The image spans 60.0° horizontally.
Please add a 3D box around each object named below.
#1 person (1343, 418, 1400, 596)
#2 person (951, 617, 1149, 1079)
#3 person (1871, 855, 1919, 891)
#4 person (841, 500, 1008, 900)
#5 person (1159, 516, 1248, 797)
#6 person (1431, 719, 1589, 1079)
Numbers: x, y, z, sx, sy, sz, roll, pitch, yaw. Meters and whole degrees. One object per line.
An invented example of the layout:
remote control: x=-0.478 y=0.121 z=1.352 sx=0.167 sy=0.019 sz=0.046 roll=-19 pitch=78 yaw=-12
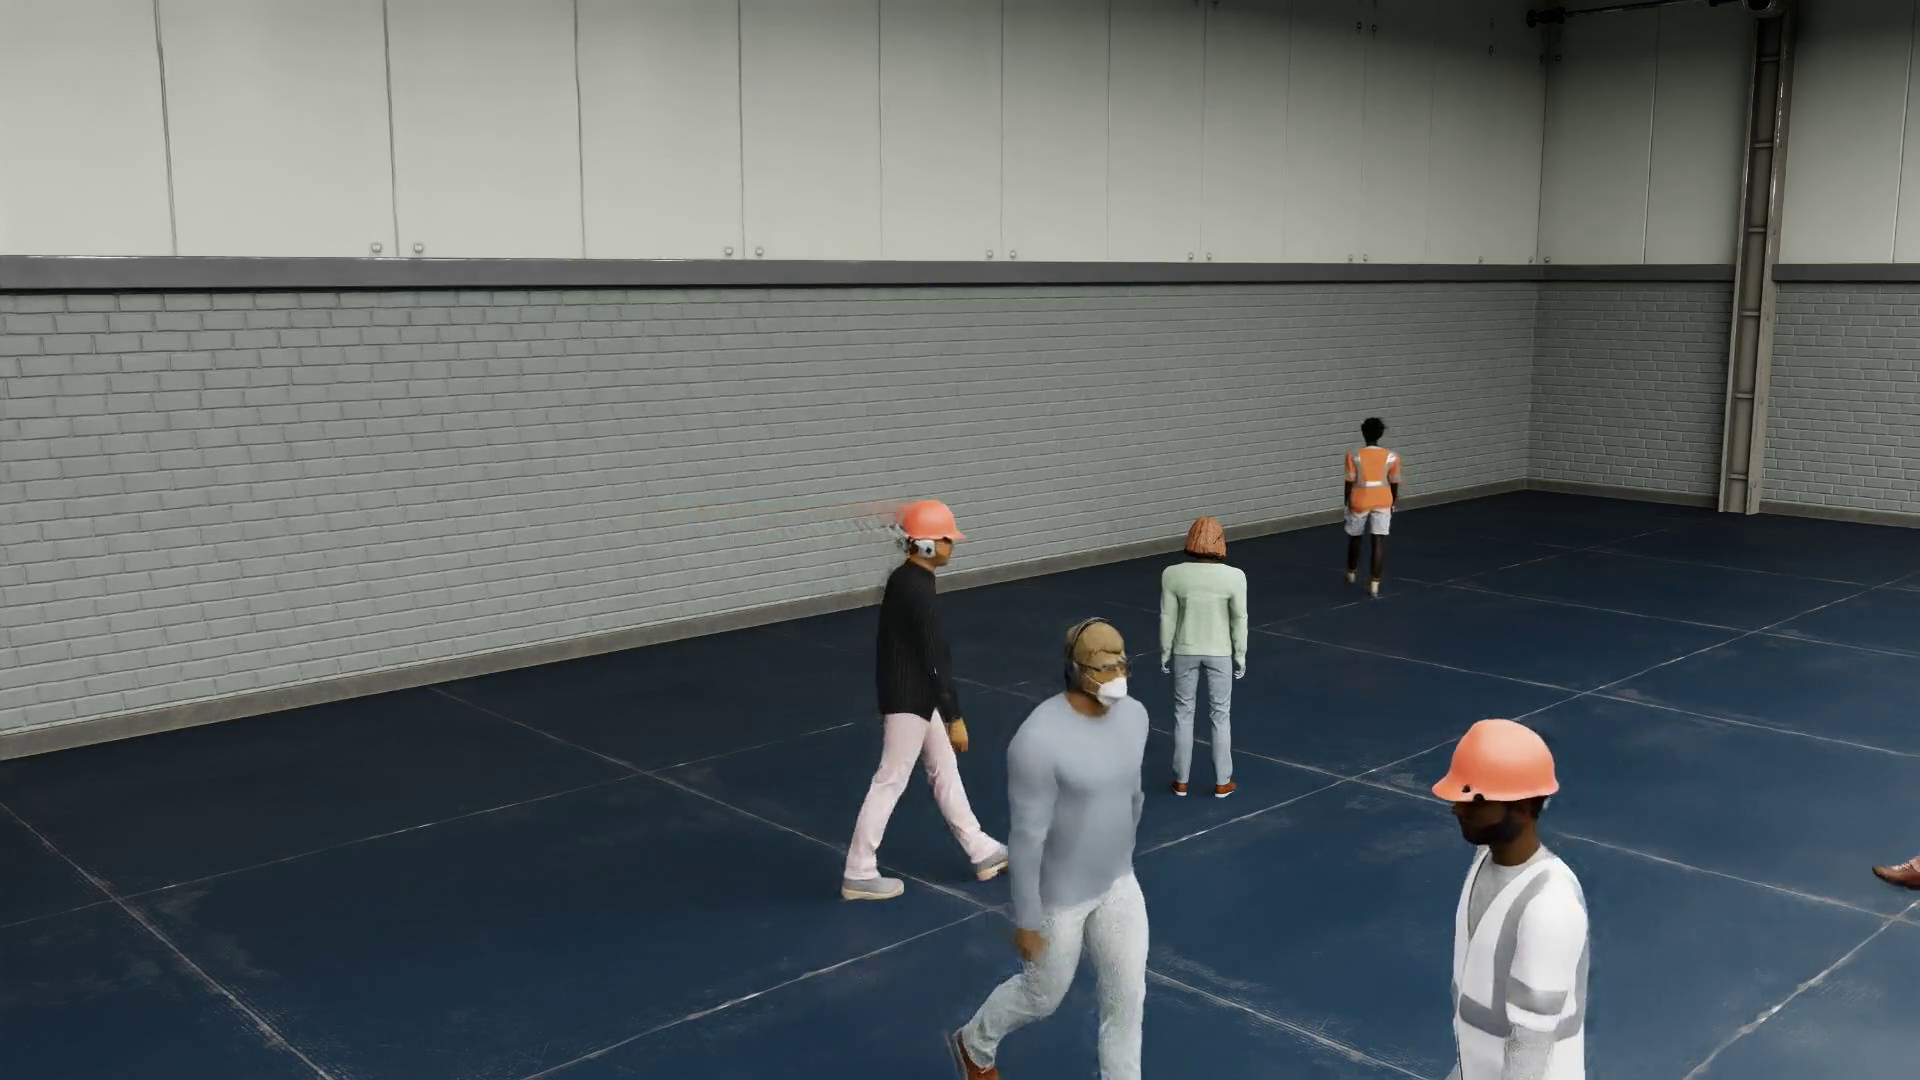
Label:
person: x=3.886 y=-0.338 z=15.832 sx=0.548 sy=1.648 sz=0.892 roll=1 pitch=9 yaw=3
person: x=0.340 y=1.174 z=5.741 sx=0.639 sy=1.910 sz=0.924 roll=-8 pitch=12 yaw=-41
person: x=5.002 y=0.848 z=7.885 sx=0.986 sy=1.852 sz=0.664 roll=3 pitch=10 yaw=17
person: x=-0.128 y=0.778 z=8.024 sx=1.005 sy=1.941 sz=0.648 roll=-1 pitch=9 yaw=-9
person: x=1.405 y=0.676 z=9.631 sx=0.507 sy=1.632 sz=0.267 roll=2 pitch=9 yaw=12
person: x=1.342 y=1.398 z=4.269 sx=0.657 sy=1.913 sz=0.546 roll=-1 pitch=9 yaw=-6
